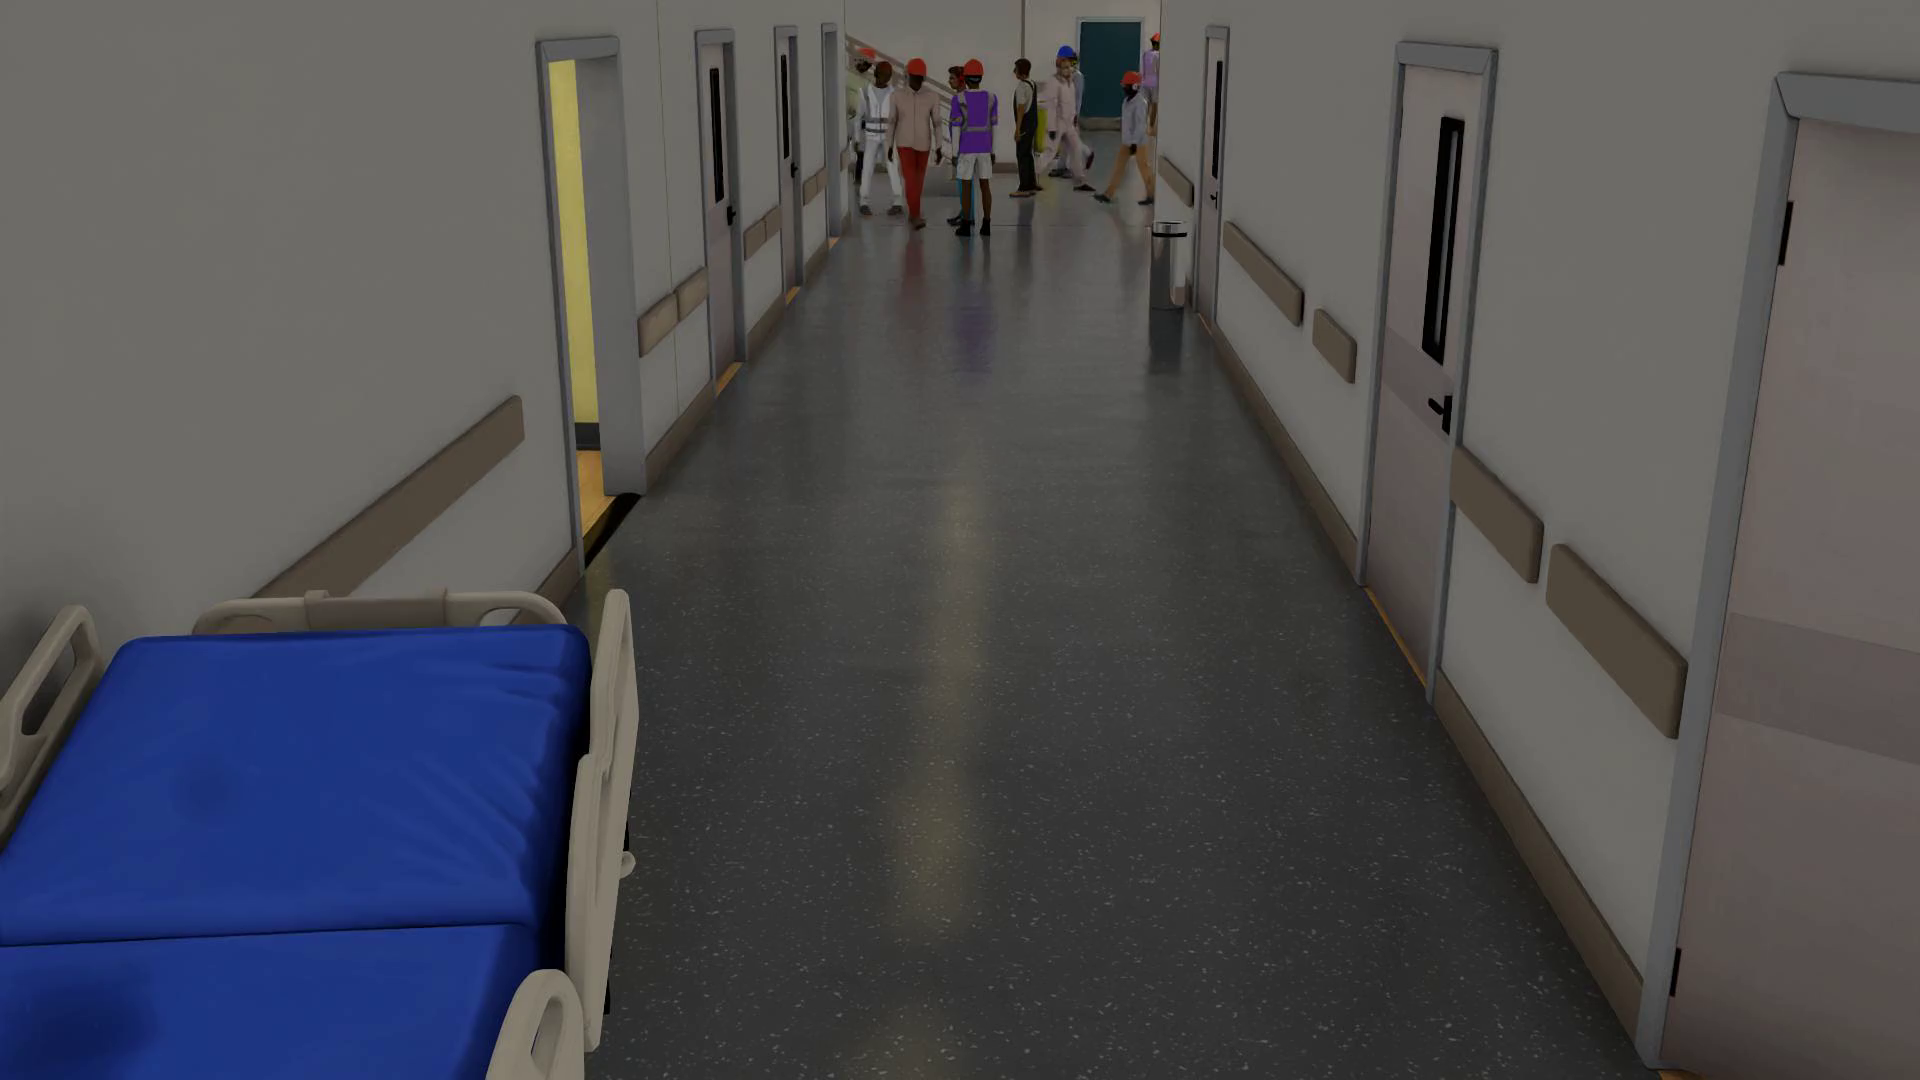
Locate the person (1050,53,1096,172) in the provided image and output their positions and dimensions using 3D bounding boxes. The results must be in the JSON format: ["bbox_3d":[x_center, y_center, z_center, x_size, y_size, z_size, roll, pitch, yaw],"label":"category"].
[{"bbox_3d":[1.759,-6.680,26.006,0.630,1.852,0.513,-7,19,-20],"label":"person"}]

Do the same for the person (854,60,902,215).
[{"bbox_3d":[-1.001,-4.962,20.561,0.658,1.870,0.418,-1,18,-4],"label":"person"}]

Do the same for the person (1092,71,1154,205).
[{"bbox_3d":[2.190,-5.191,21.546,0.912,1.699,0.588,-7,19,-22],"label":"person"}]

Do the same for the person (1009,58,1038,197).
[{"bbox_3d":[0.882,-5.591,22.596,0.344,1.838,0.521,7,19,22],"label":"person"}]

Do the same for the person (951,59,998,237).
[{"bbox_3d":[0.152,-4.381,18.629,0.545,1.938,0.355,-6,19,-18],"label":"person"}]

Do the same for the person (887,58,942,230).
[{"bbox_3d":[-0.521,-4.610,19.364,0.627,1.933,1.087,-4,18,-12],"label":"person"}]

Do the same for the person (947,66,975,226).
[{"bbox_3d":[0.046,-4.646,19.636,0.389,1.836,0.560,-2,18,-5],"label":"person"}]

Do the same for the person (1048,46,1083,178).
[{"bbox_3d":[1.610,-6.469,25.173,0.391,1.948,0.605,-11,21,-31],"label":"person"}]

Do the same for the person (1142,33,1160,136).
[{"bbox_3d":[3.945,-9.225,33.715,0.409,2.028,0.615,-11,21,-30],"label":"person"}]

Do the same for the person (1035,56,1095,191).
[{"bbox_3d":[1.404,-5.835,23.359,0.940,1.854,0.664,10,20,29],"label":"person"}]
